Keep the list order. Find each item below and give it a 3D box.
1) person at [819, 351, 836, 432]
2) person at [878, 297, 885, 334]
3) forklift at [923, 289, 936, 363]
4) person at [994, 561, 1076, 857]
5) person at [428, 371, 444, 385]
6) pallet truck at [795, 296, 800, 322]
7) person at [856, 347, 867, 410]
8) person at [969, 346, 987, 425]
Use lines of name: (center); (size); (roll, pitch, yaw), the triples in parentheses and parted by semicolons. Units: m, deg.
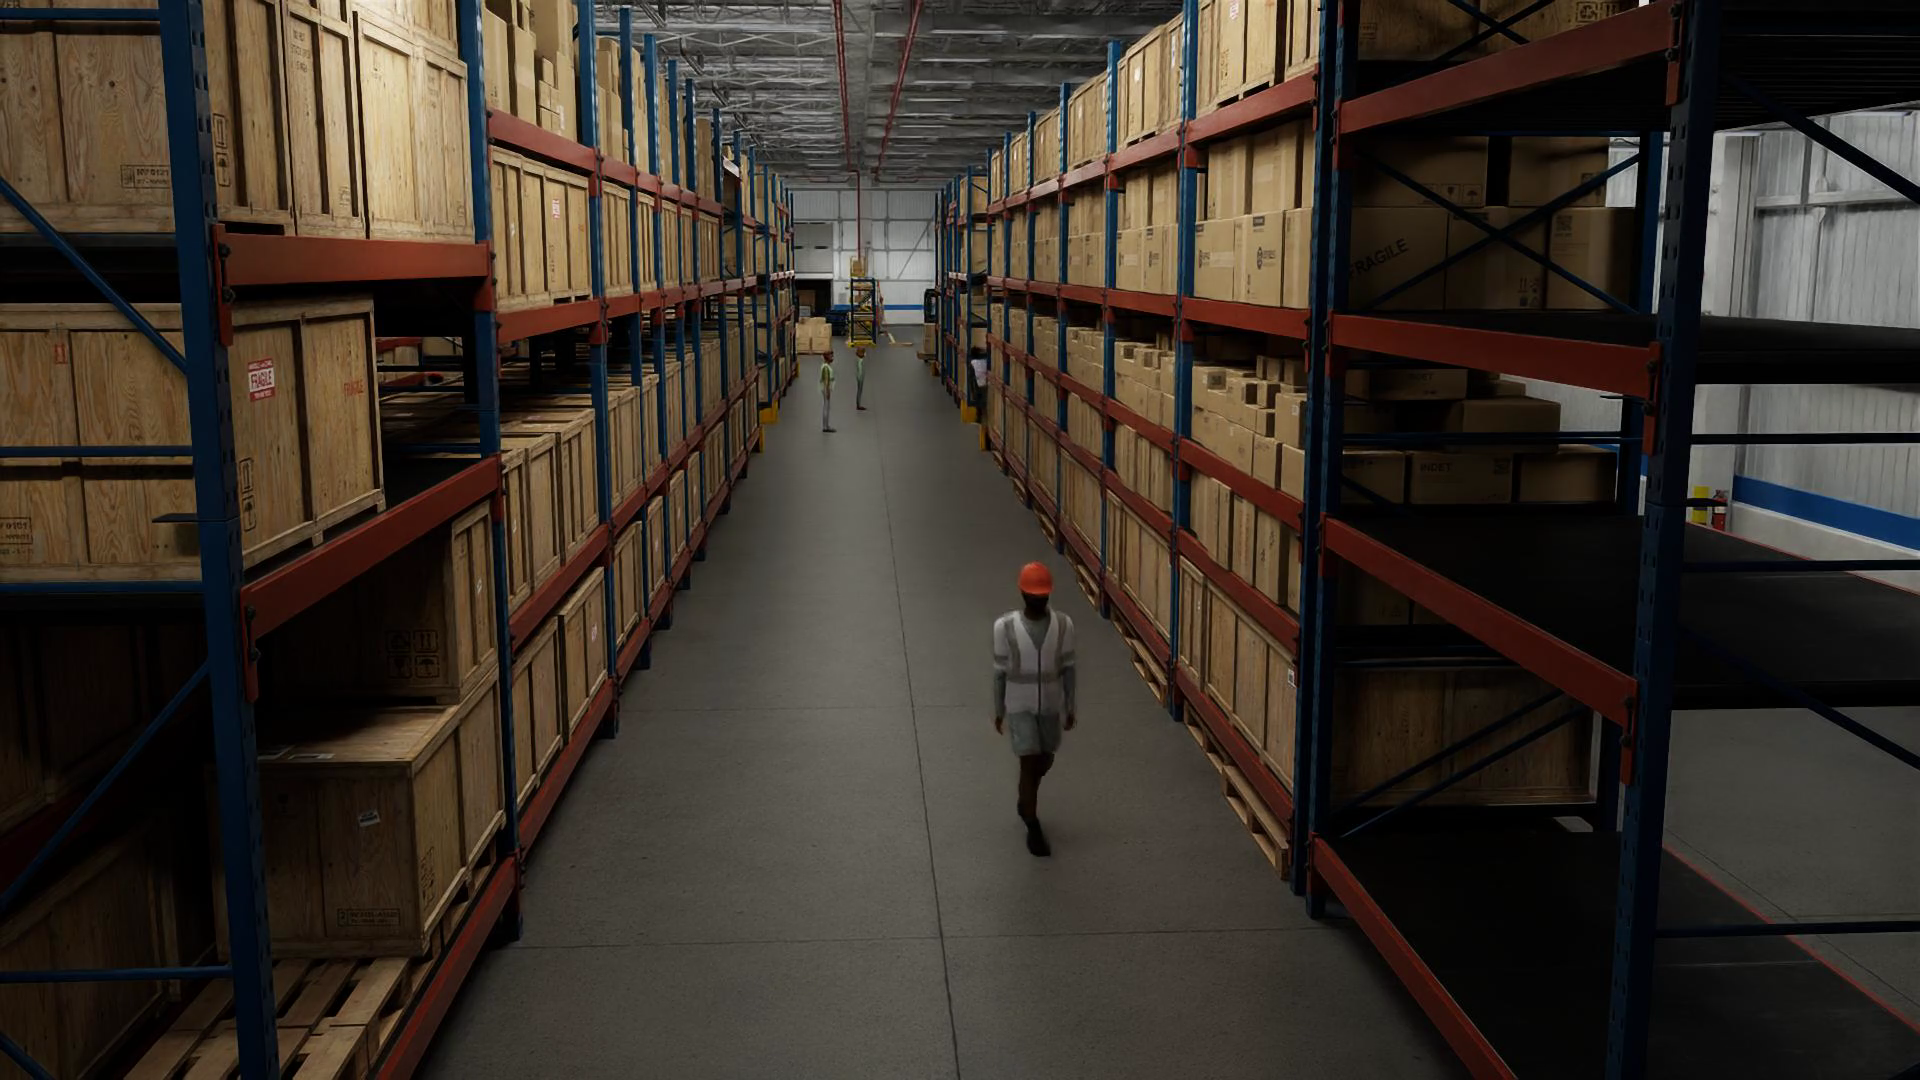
person: (-3.005, -3.358, 37.611); (0.374, 1.843, 0.575); (-1, 10, -4)
person: (-4.226, -12.041, 89.203); (0.356, 1.938, 0.638); (-1, 10, -4)
forklift: (-0.832, -8.181, 63.338); (1.129, 2.768, 1.873); (-1, 10, -3)
person: (0.482, 1.059, 11.043); (0.548, 1.915, 0.831); (-2, 10, -12)
person: (-9.195, -2.059, 29.296); (0.613, 2.027, 0.476); (-2, 10, -9)
pallet truck: (-8.622, -12.439, 91.403); (1.885, 1.965, 0.823); (2, 10, 13)
person: (-2.569, -4.189, 43.205); (0.266, 1.632, 0.509); (-1, 10, -4)
person: (0.500, -3.595, 38.903); (0.612, 1.890, 0.628); (7, 12, 37)
